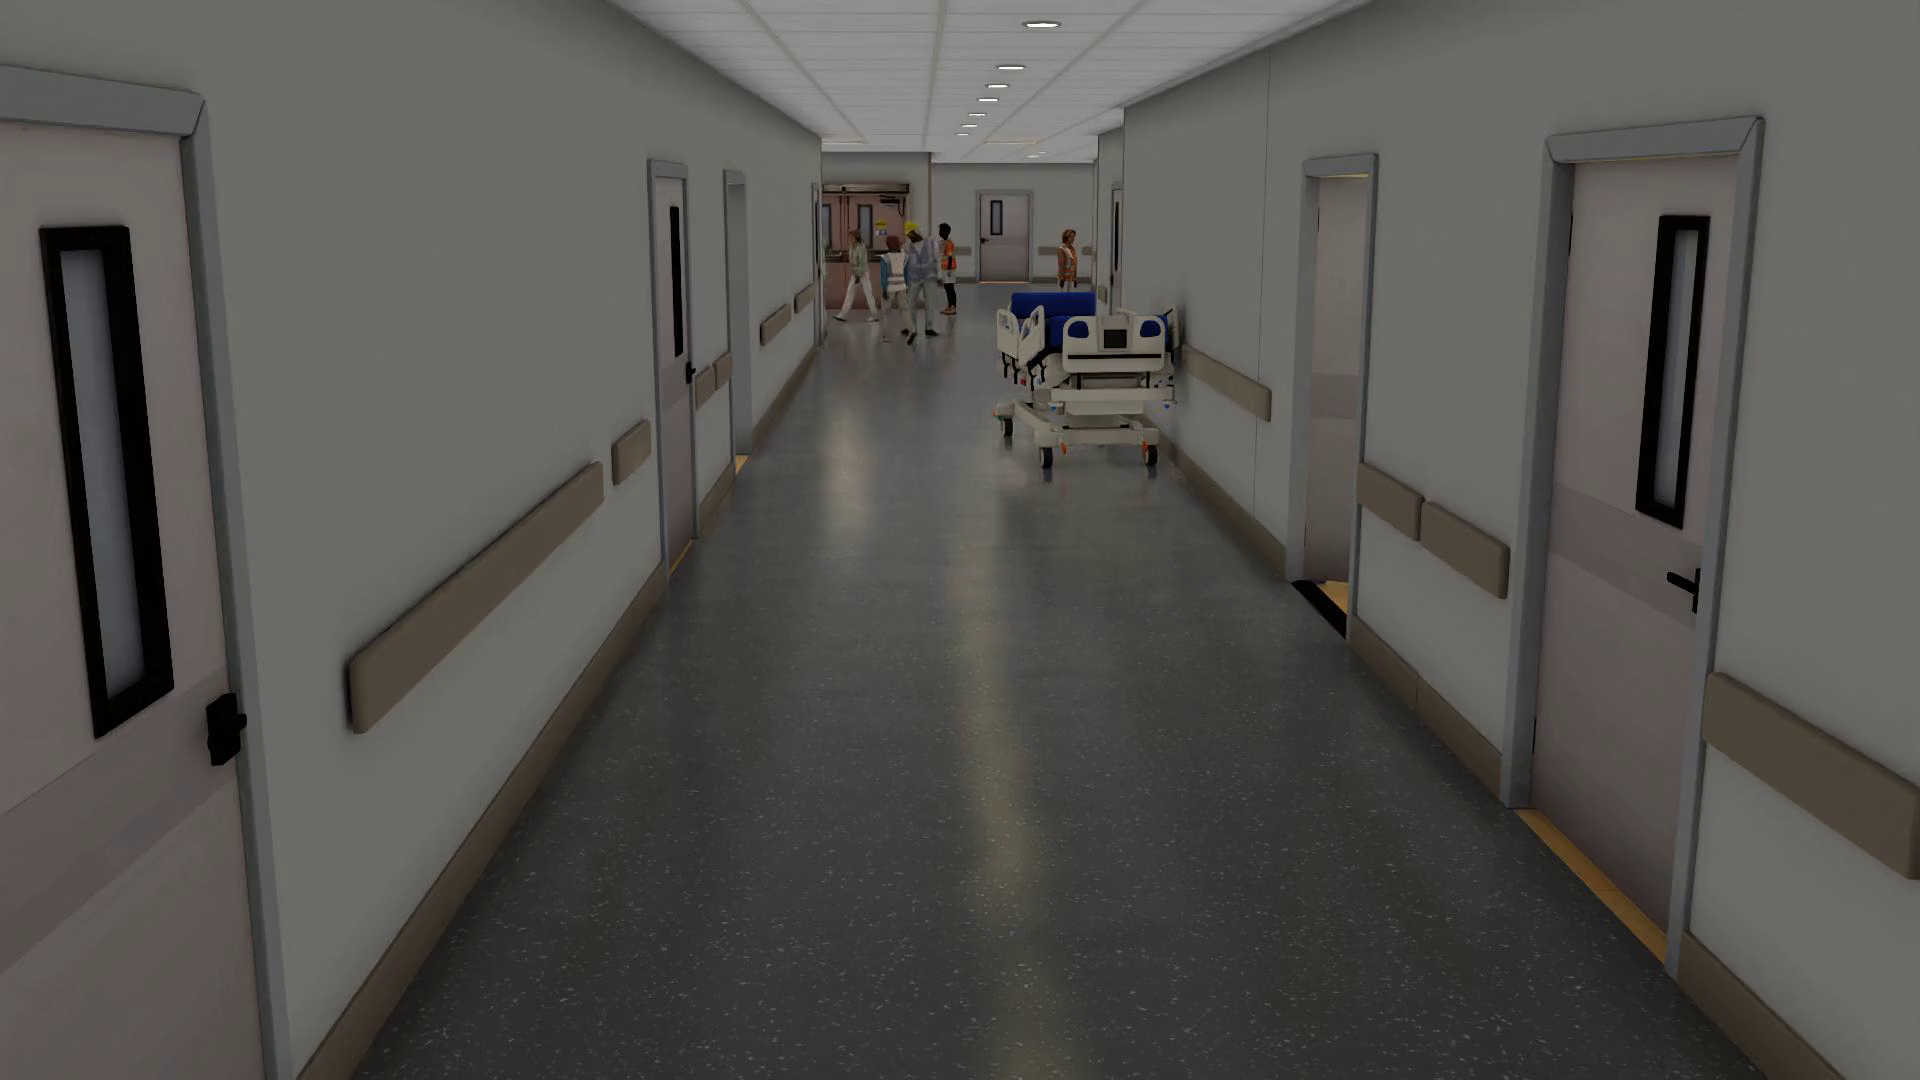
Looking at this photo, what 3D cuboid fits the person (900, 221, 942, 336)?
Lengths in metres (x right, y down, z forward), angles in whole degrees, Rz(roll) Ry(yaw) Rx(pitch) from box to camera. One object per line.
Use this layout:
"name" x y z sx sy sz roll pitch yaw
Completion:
"person" -0.615 -4.074 25.999 0.671 1.782 0.410 1 12 5

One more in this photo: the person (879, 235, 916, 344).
"person" -0.937 -3.709 24.642 0.516 1.611 0.808 -7 14 -31

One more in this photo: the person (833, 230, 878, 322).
"person" -1.787 -4.570 28.862 0.881 1.582 0.510 -9 15 -37

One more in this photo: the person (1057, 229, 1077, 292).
"person" 1.739 -4.215 27.010 0.314 1.642 0.515 8 14 33

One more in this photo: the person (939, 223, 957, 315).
"person" -0.238 -5.033 30.902 0.321 1.690 0.547 -3 12 -14
